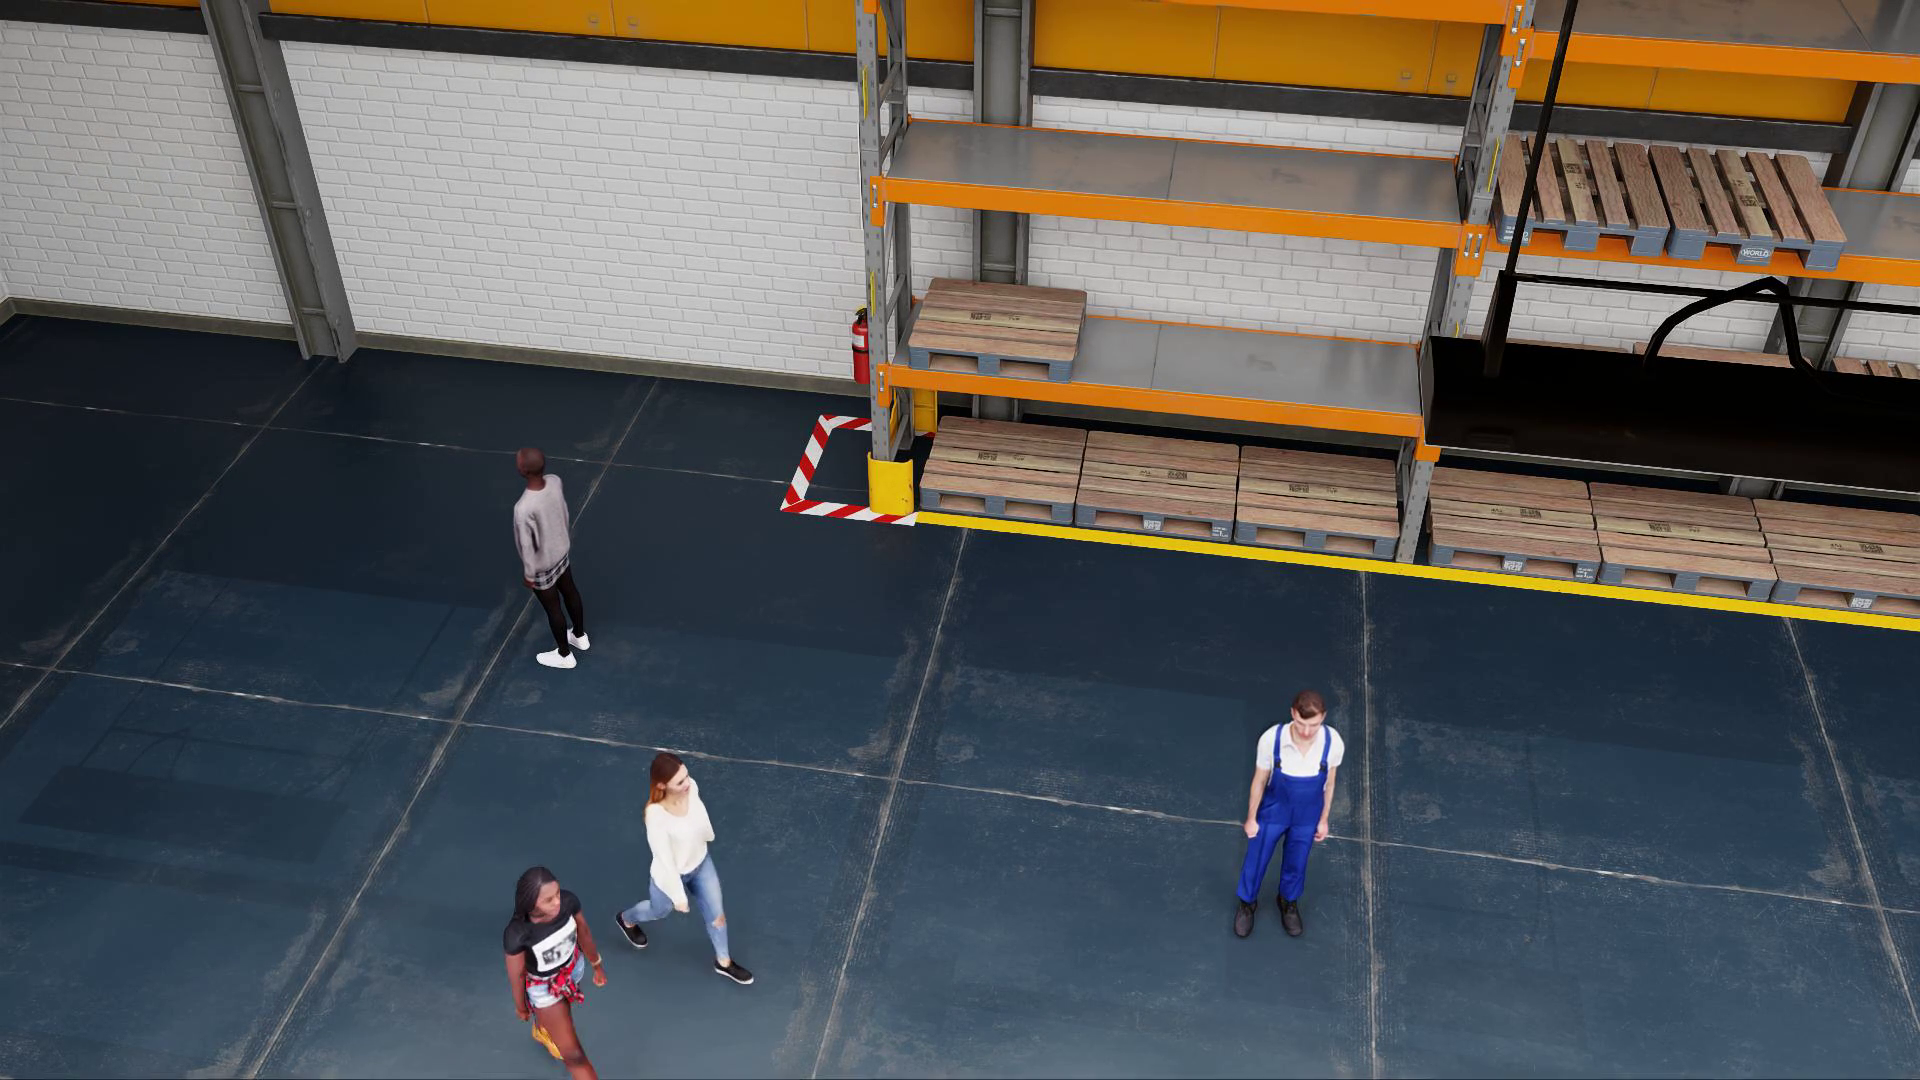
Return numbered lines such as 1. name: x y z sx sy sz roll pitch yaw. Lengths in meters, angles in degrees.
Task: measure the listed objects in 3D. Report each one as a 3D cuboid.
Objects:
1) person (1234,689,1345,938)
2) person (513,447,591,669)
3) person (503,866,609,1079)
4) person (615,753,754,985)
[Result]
1. person: 1.848 1.508 9.309 0.541 1.849 0.717 2 39 2
2. person: -2.741 0.110 11.122 0.599 1.772 0.653 14 41 16
3. person: -2.130 2.239 8.539 1.273 1.668 0.982 26 45 29
4. person: -1.612 1.795 9.105 1.185 1.656 0.878 21 43 24
